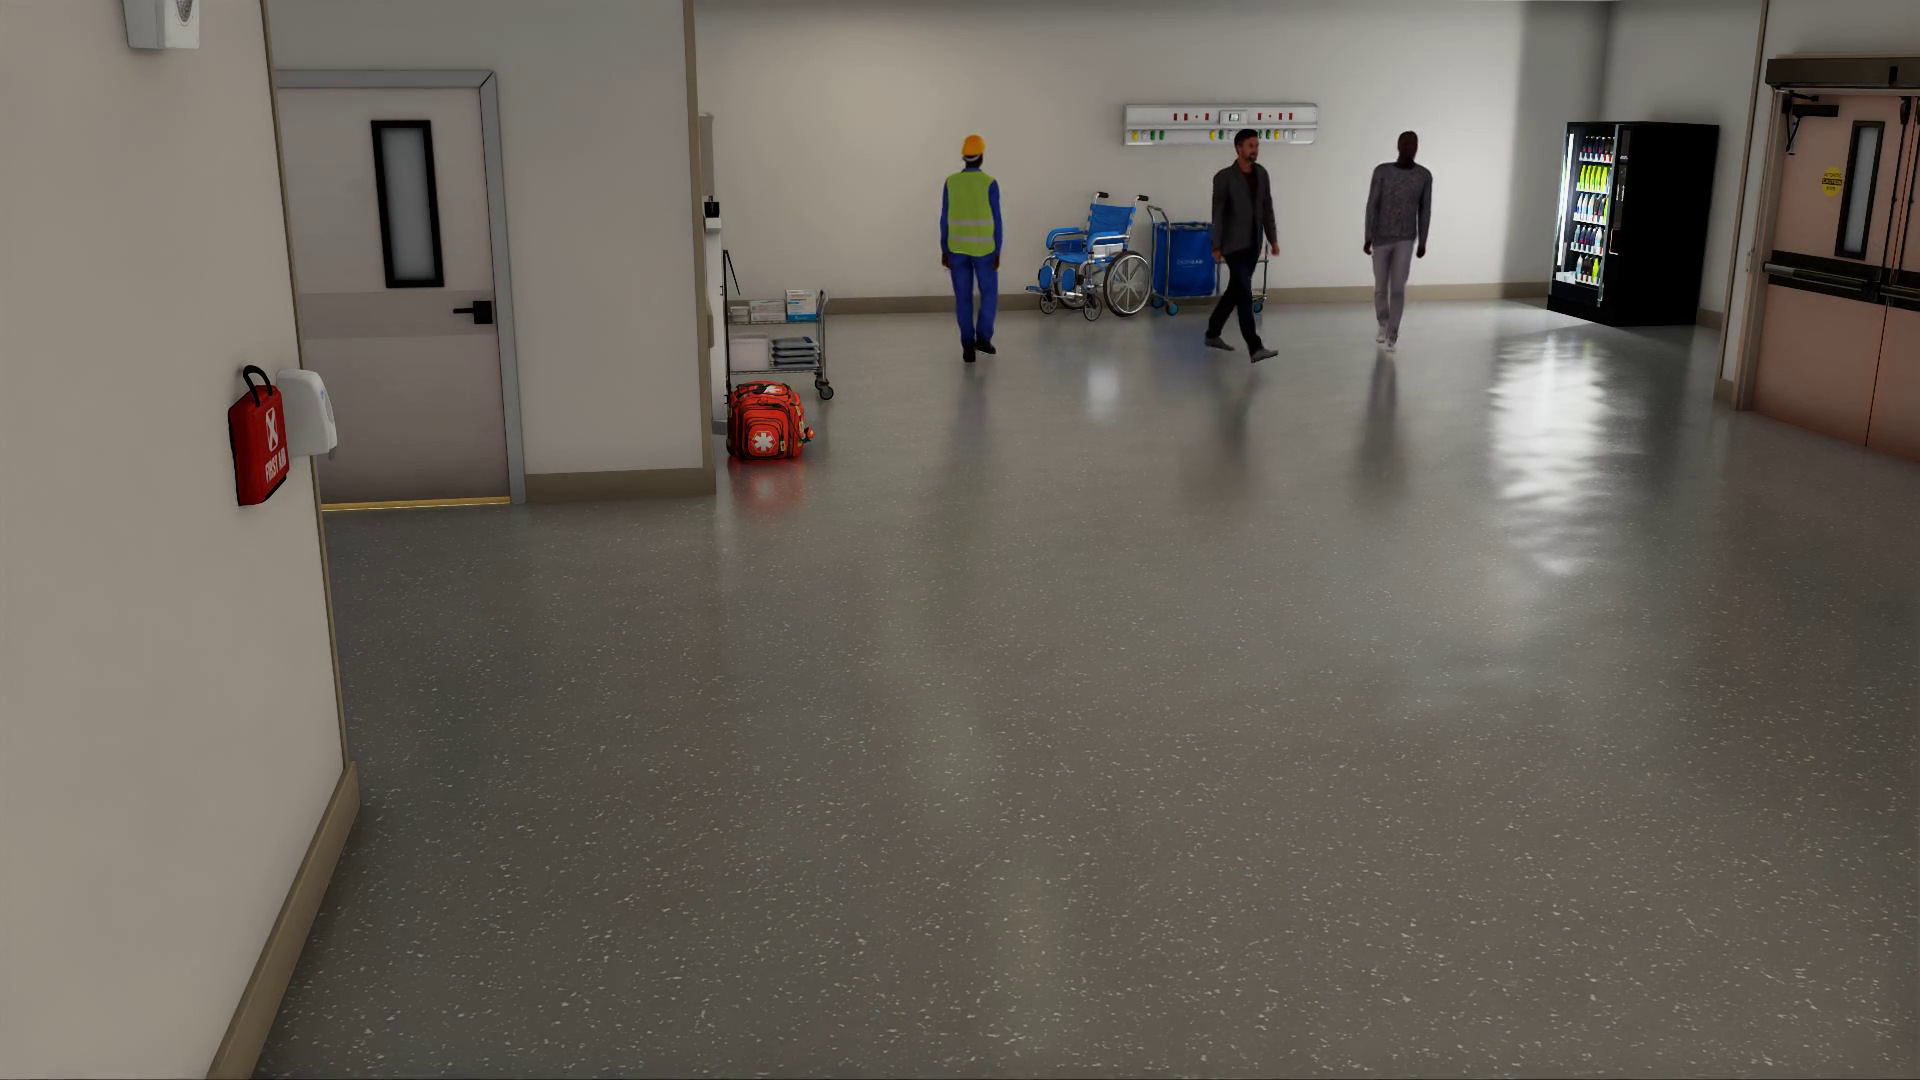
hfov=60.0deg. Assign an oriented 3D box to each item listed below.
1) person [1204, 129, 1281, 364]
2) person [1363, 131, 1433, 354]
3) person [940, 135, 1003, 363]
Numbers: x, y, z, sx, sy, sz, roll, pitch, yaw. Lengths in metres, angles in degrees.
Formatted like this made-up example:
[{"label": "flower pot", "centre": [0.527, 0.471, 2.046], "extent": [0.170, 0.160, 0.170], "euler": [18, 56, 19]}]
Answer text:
[{"label": "person", "centre": [2.236, -2.373, 13.533], "extent": [1.056, 1.824, 1.311], "euler": [-11, 19, -34]}, {"label": "person", "centre": [3.665, -2.512, 14.061], "extent": [1.025, 1.804, 1.296], "euler": [4, 16, 15]}, {"label": "person", "centre": [0.082, -2.331, 13.421], "extent": [0.742, 1.803, 0.728], "euler": [1, 16, 5]}]
